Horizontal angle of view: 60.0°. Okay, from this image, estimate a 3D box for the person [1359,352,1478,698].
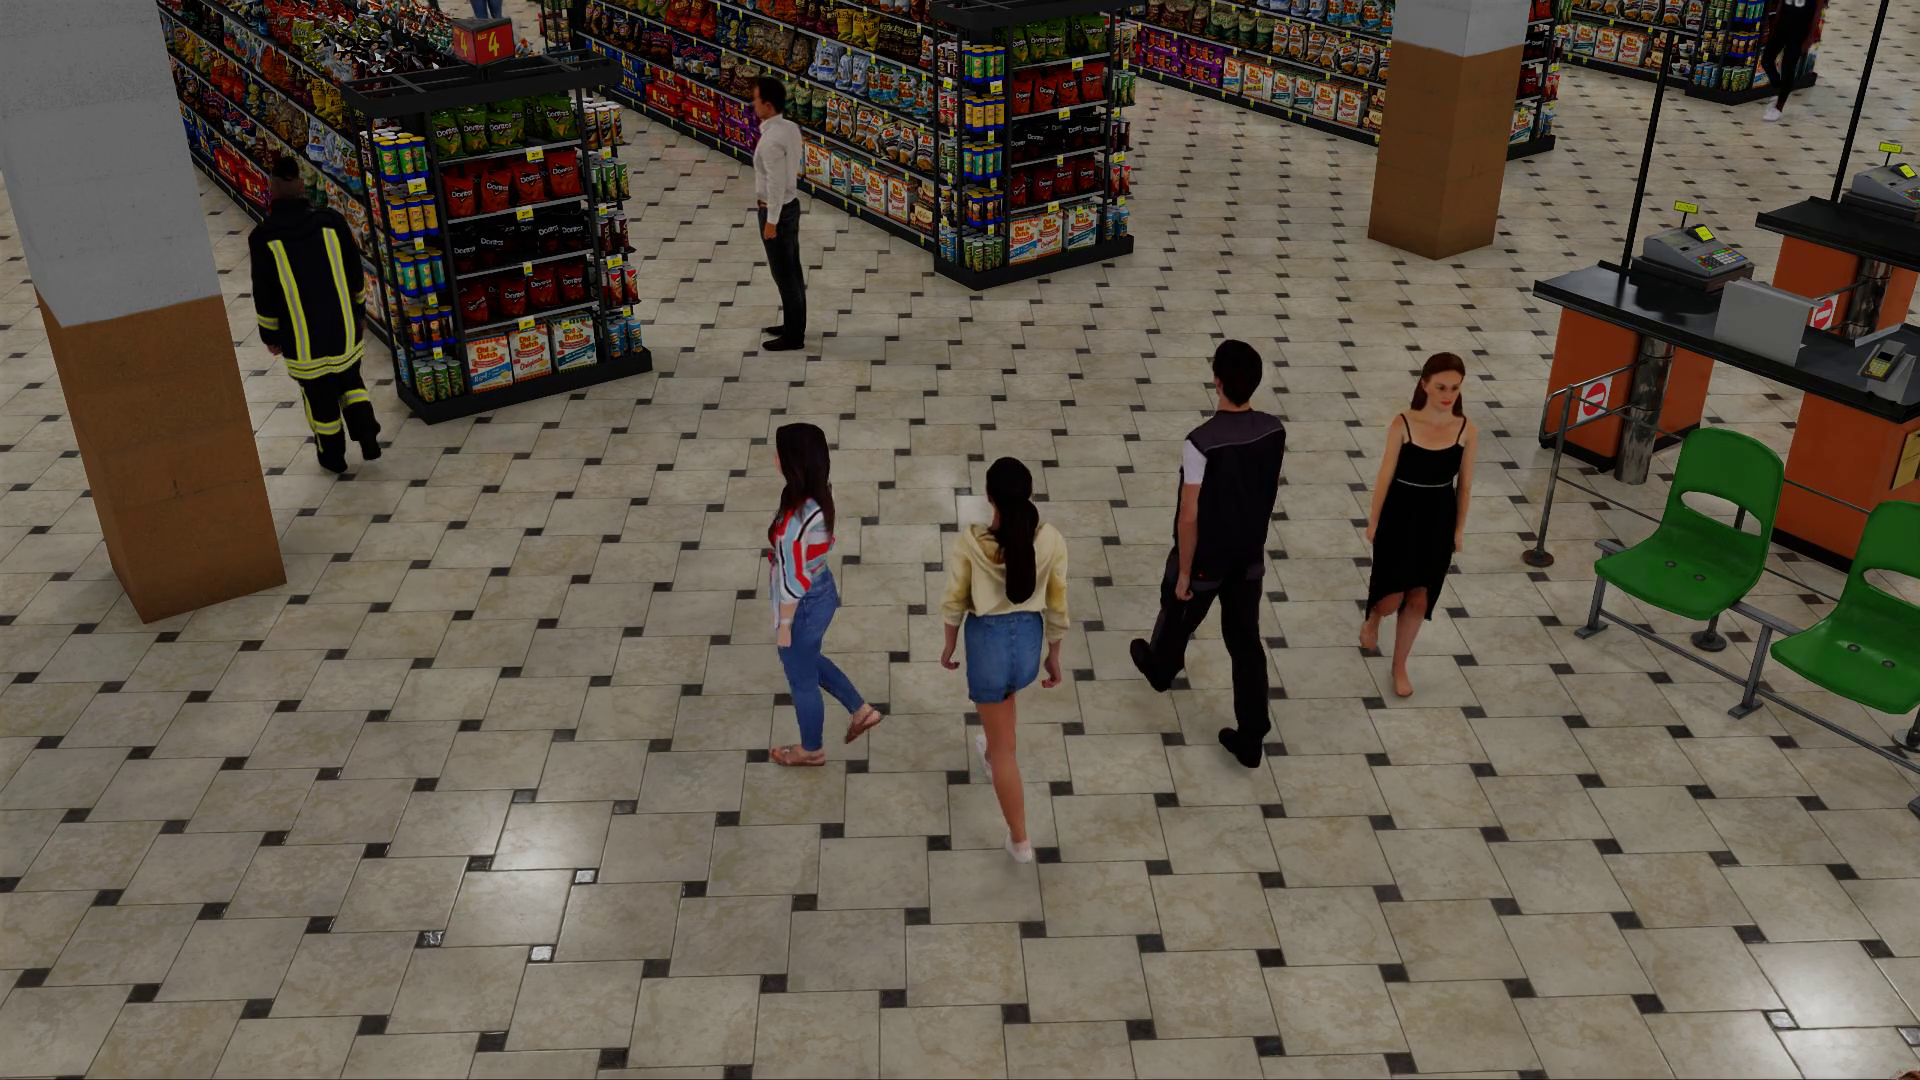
[{"bbox_3d":[2.024,-0.105,7.444,0.788,1.614,0.869,1,29,2],"label":"person"}]

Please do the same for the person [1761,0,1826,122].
[{"bbox_3d":[8.203,-4.974,16.253,0.690,1.720,0.593,-17,33,-28],"label":"person"}]

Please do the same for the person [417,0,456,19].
[{"bbox_3d":[-6.507,-6.886,19.742,1.188,1.732,1.056,13,31,23],"label":"person"}]

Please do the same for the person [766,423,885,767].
[{"bbox_3d":[-0.551,0.262,6.781,0.869,1.606,0.812,4,29,7],"label":"person"}]

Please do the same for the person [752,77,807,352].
[{"bbox_3d":[-1.176,-2.143,10.973,0.791,1.811,0.715,3,29,5],"label":"person"}]

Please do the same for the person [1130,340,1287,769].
[{"bbox_3d":[1.129,0.111,6.856,0.859,1.799,1.238,-11,31,-20],"label":"person"}]

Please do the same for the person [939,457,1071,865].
[{"bbox_3d":[0.178,0.482,6.389,0.891,1.596,1.204,-8,30,-14],"label":"person"}]

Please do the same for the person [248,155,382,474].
[{"bbox_3d":[-3.536,-1.203,9.211,0.789,1.850,0.789,-21,35,-34],"label":"person"}]

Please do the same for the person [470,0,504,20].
[{"bbox_3d":[-5.189,-6.068,18.121,0.875,1.850,1.128,-10,30,-18],"label":"person"}]
